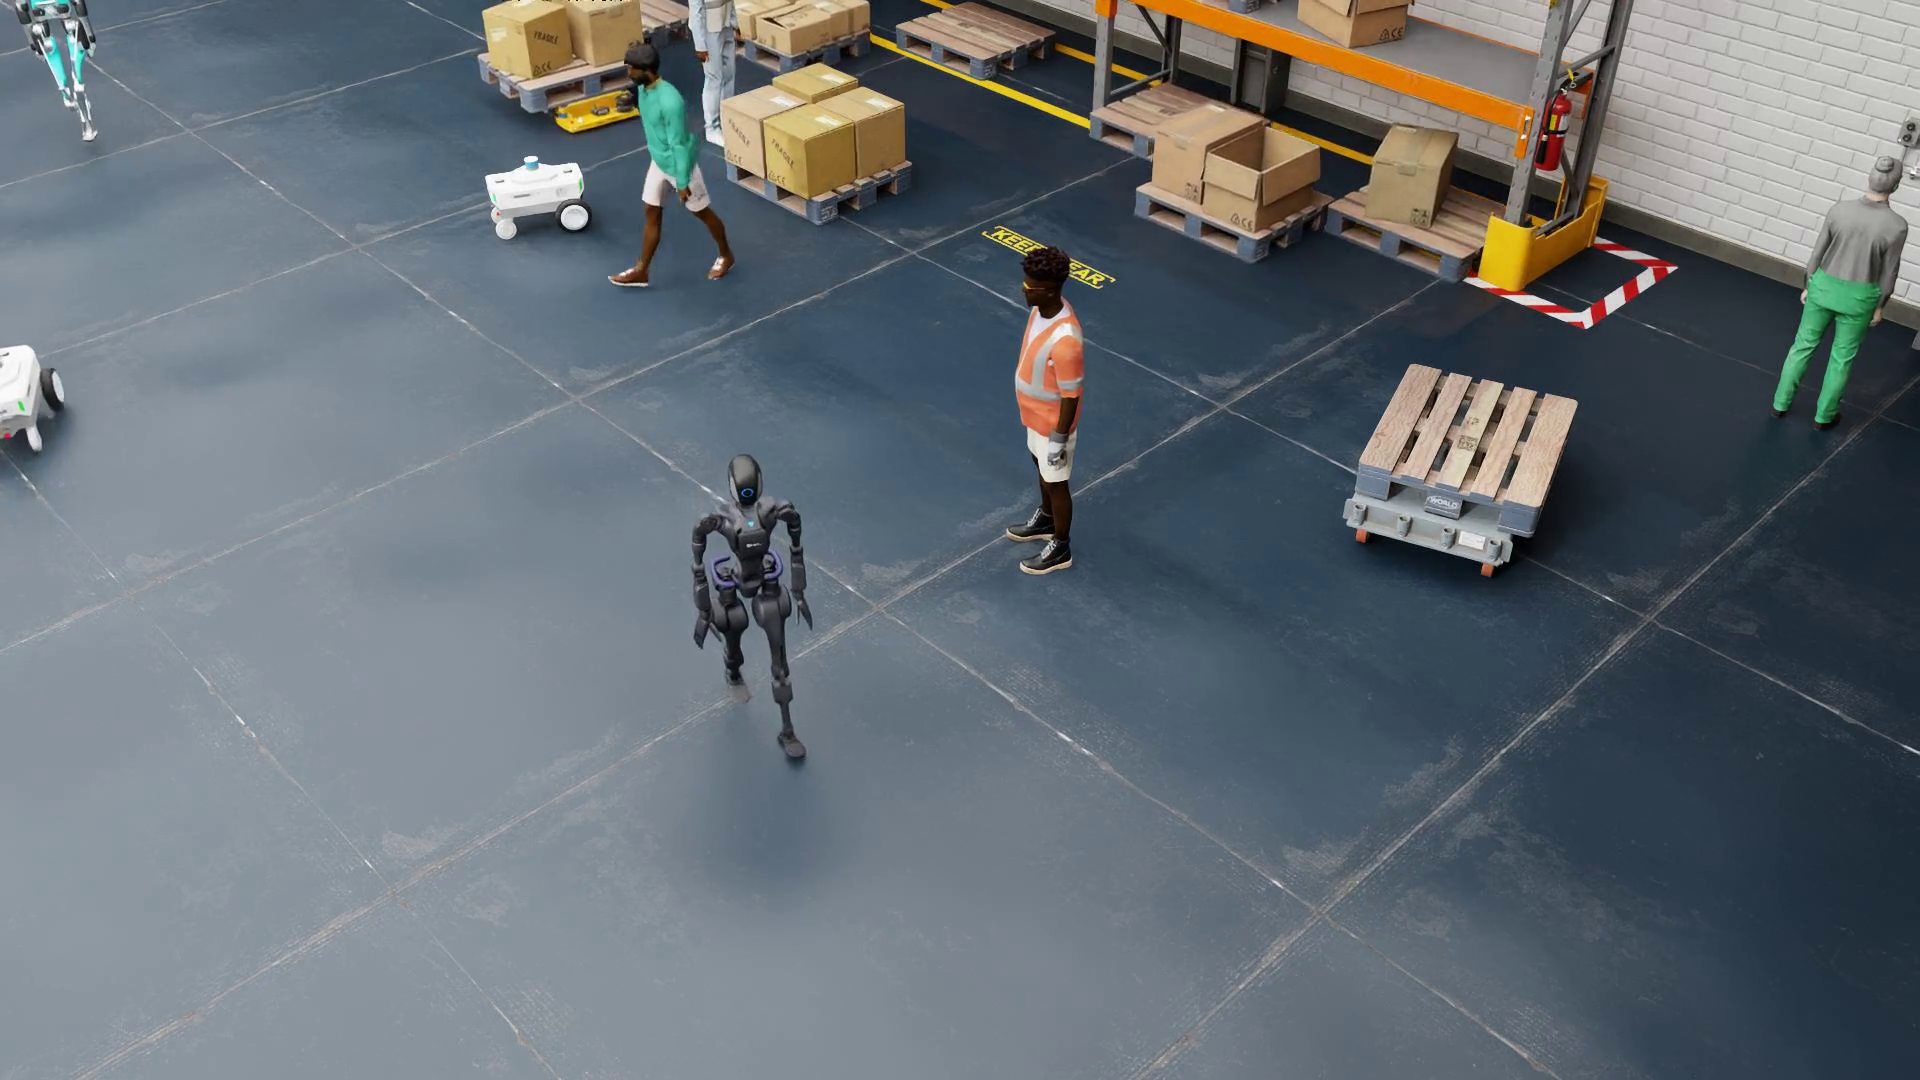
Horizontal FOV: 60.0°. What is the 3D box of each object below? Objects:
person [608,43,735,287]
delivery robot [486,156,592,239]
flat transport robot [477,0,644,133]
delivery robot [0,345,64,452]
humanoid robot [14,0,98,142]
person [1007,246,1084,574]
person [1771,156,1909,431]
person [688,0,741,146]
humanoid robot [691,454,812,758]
[{"bbox_3d":[-2.078,-2.632,11.756,0.977,1.798,0.570,-25,44,-29],"label":"person"},{"bbox_3d":[-3.244,-2.657,12.825,0.813,0.609,0.499,-12,39,-16],"label":"delivery robot"},{"bbox_3d":[-3.498,-4.007,14.837,0.659,0.231,1.431,-25,44,-29],"label":"flat transport robot"},{"bbox_3d":[-6.018,-0.914,10.497,0.499,0.583,0.767,-11,39,-15],"label":"delivery robot"},{"bbox_3d":[-7.454,-4.090,13.737,0.548,1.730,1.027,-10,38,-13],"label":"humanoid robot"},{"bbox_3d":[0.474,-0.698,9.051,0.361,1.963,0.611,-7,38,-9],"label":"person"},{"bbox_3d":[5.457,-1.524,10.250,0.507,1.839,0.341,27,44,31],"label":"person"},{"bbox_3d":[-2.027,-4.207,13.750,0.414,1.907,0.598,14,39,18],"label":"person"},{"bbox_3d":[-1.017,0.281,8.031,0.586,1.621,0.784,-13,39,-17],"label":"humanoid robot"}]
